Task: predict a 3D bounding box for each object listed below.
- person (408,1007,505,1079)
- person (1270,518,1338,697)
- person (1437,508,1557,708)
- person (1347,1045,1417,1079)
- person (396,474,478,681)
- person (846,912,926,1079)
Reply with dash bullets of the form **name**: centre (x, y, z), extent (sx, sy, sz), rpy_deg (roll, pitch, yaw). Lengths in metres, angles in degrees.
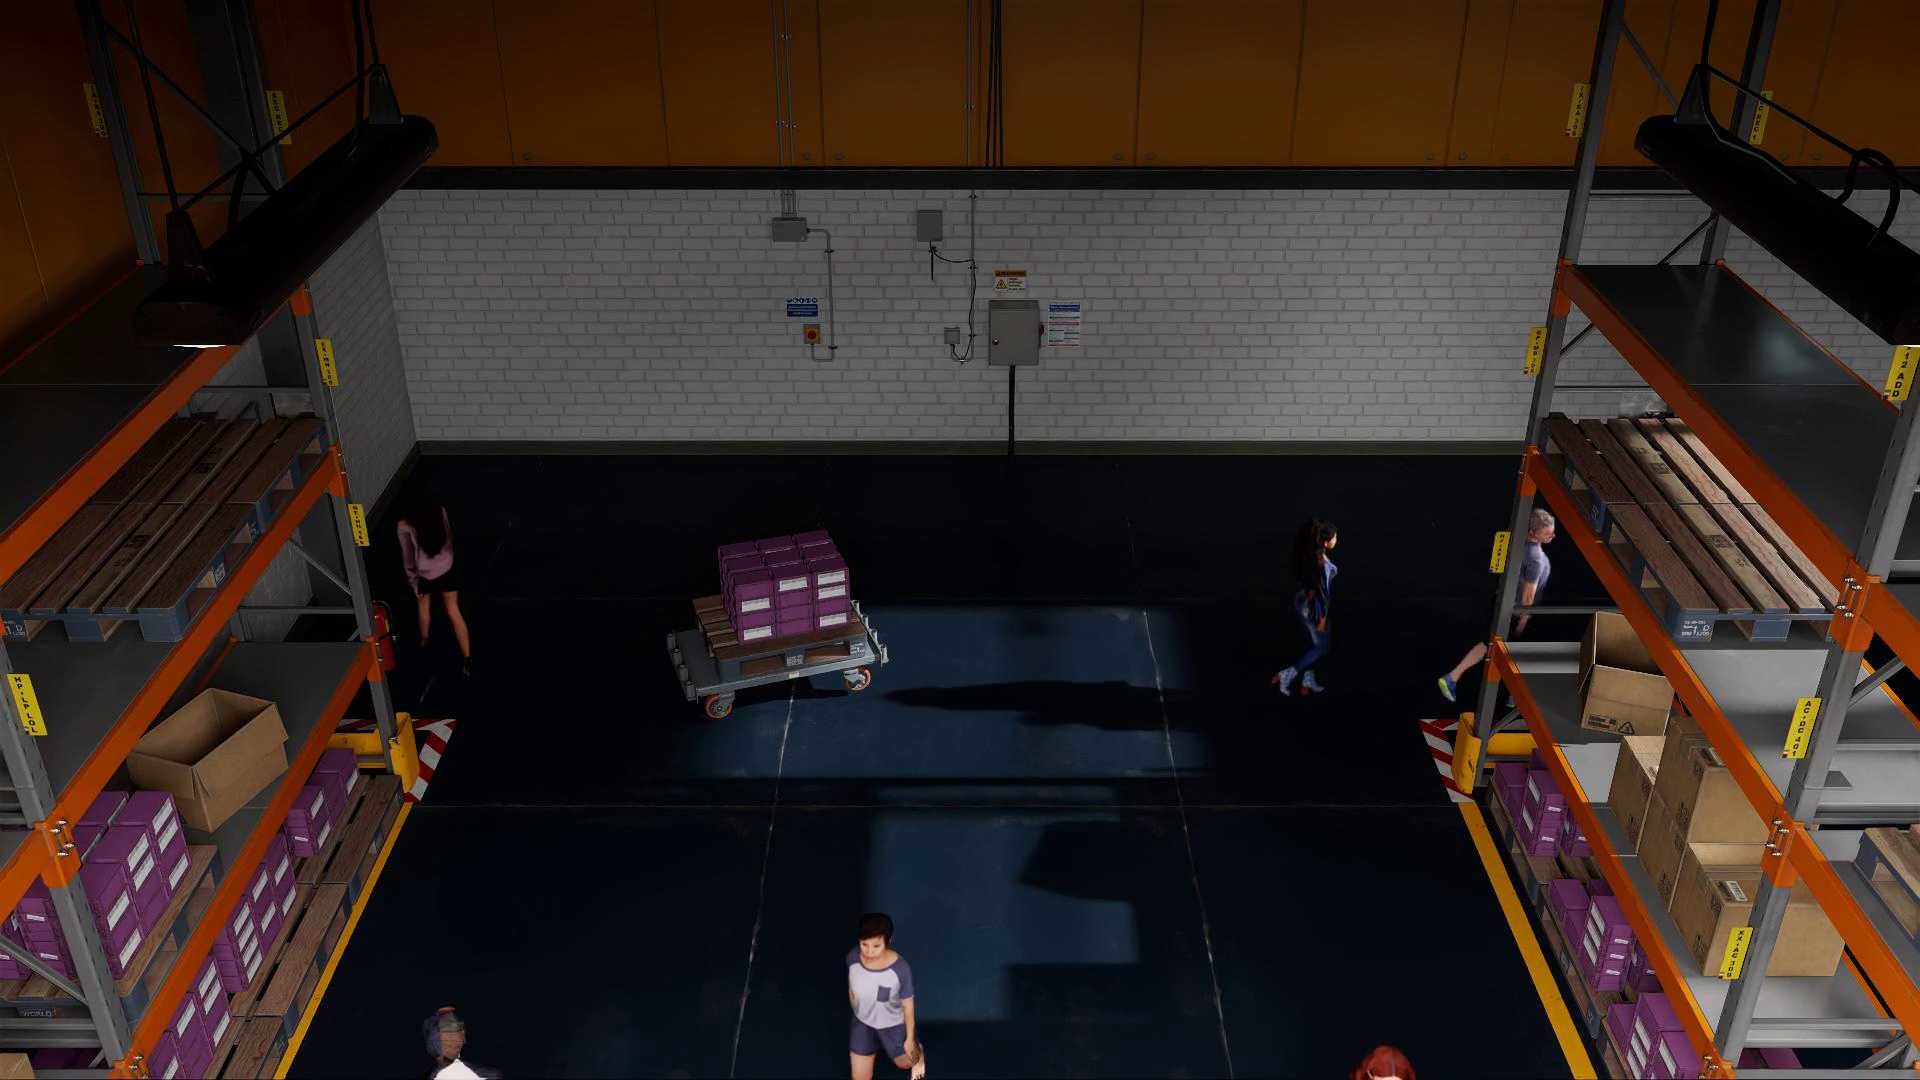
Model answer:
- **person**: centre (-2.396, 3.134, 8.134), extent (0.766, 1.881, 0.824), rpy_deg (-5, 29, -9)
- **person**: centre (2.731, 0.566, 13.125), extent (0.790, 1.611, 0.754), rpy_deg (-7, 29, -12)
- **person**: centre (4.217, 0.561, 12.892), extent (0.823, 1.842, 1.080), rpy_deg (-5, 29, -8)
- **person**: centre (2.000, 3.109, 8.269), extent (0.693, 1.795, 1.025), rpy_deg (4, 29, 7)
- **person**: centre (-4.176, 0.325, 13.401), extent (1.015, 1.768, 1.140), rpy_deg (-21, 35, -34)
- **person**: centre (-0.410, 2.661, 9.360), extent (0.782, 1.536, 1.057), rpy_deg (9, 30, 16)
